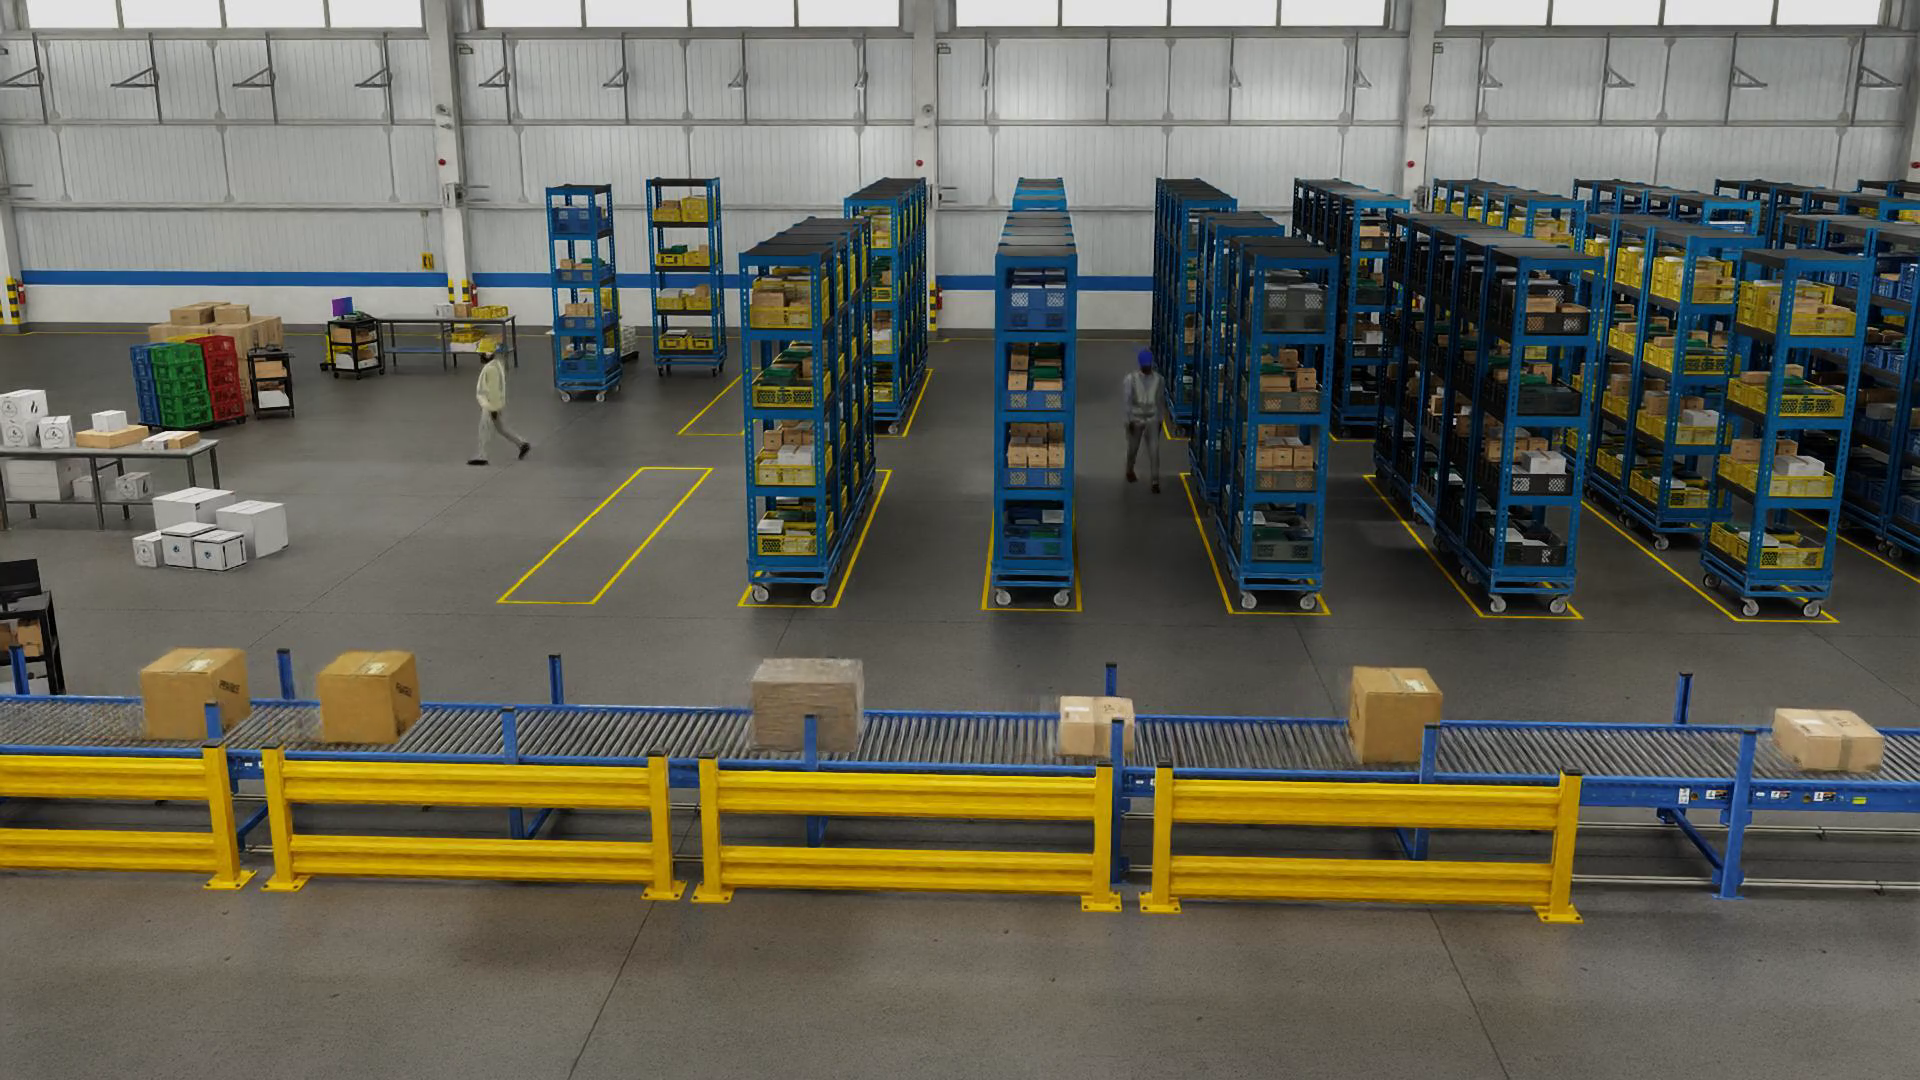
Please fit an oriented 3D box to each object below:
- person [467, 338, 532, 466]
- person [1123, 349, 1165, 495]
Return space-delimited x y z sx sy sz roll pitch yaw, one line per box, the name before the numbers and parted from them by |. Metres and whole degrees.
person | -6.505 -1.939 23.325 0.827 1.802 0.600 -3 15 -9
person | 2.410 -1.605 21.931 0.588 1.899 0.981 -2 15 -8
